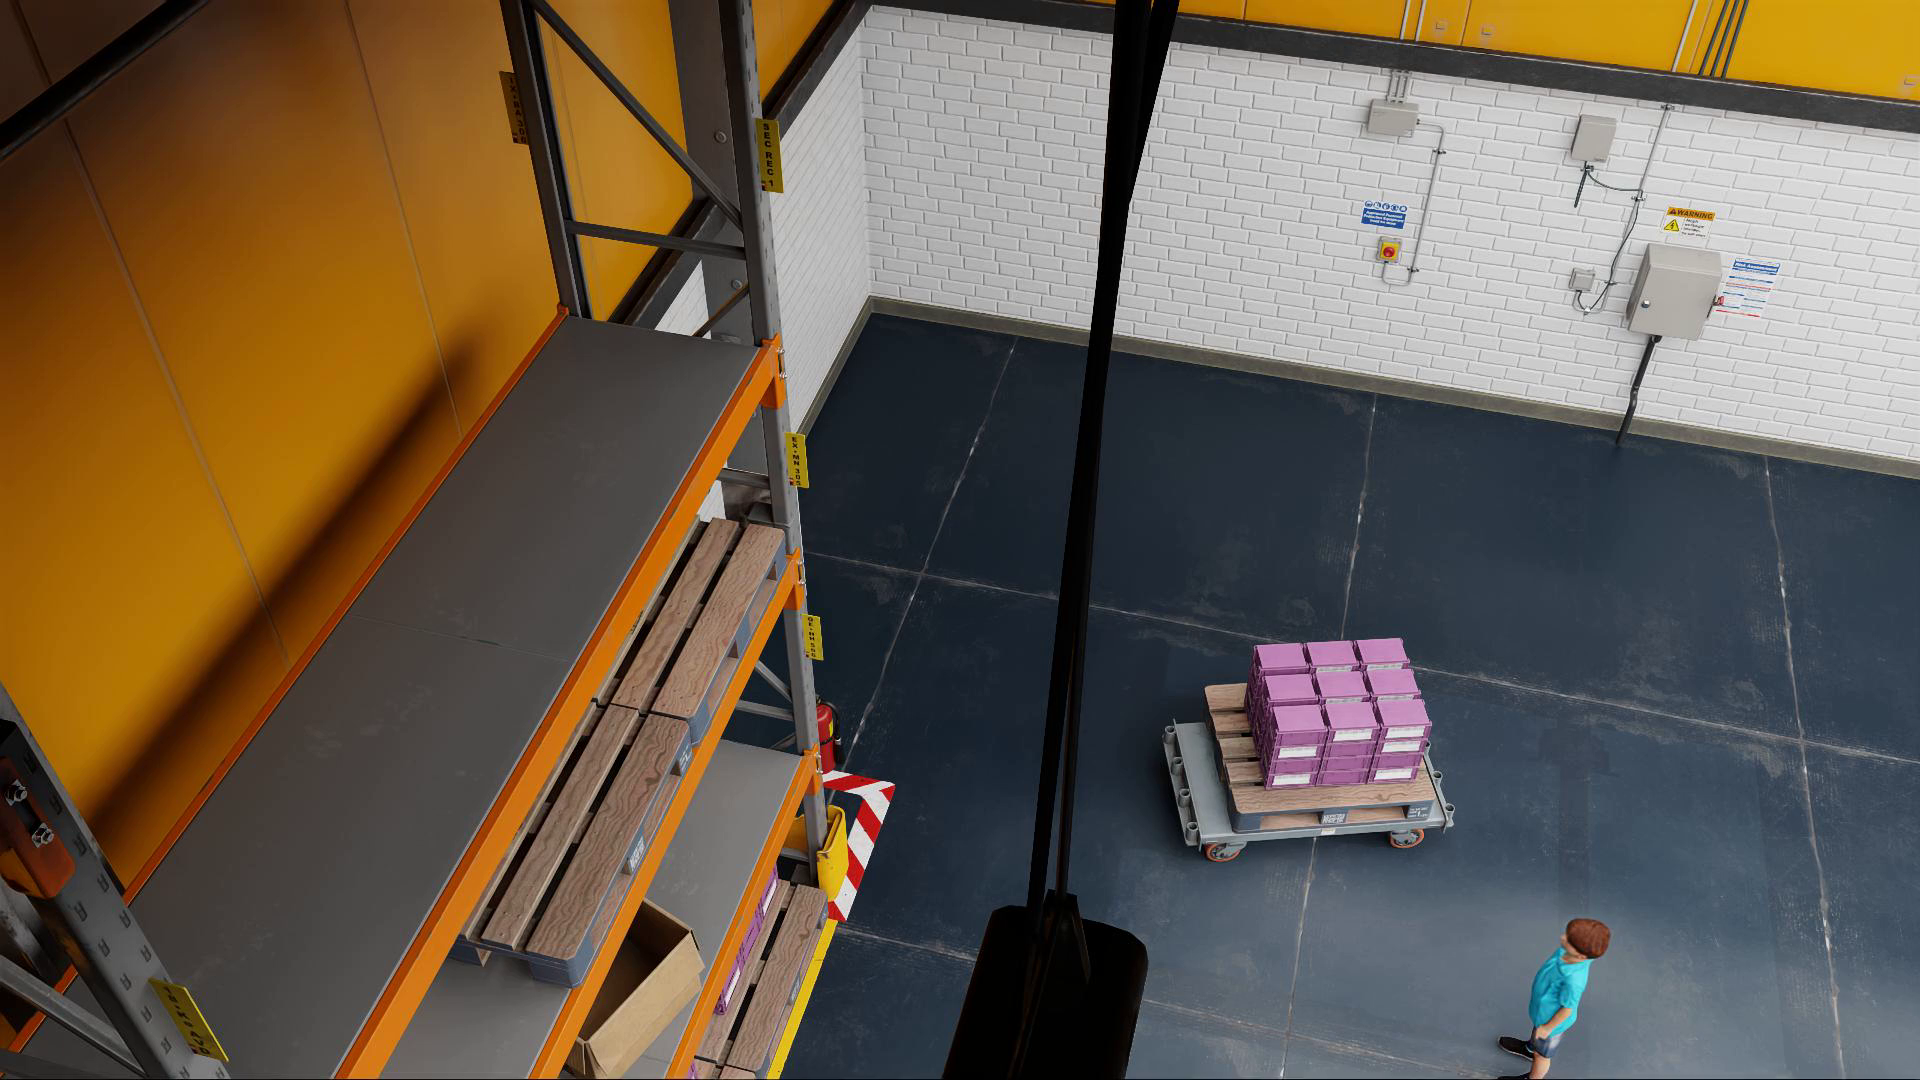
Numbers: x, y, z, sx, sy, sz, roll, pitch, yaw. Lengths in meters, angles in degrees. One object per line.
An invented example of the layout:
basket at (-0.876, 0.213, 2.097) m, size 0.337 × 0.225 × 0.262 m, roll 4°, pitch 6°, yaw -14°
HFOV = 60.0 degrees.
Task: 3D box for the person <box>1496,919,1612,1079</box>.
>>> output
person at (3.116, 2.419, 8.690) m, size 0.585 × 1.448 × 0.425 m, roll 12°, pitch 45°, yaw 13°
